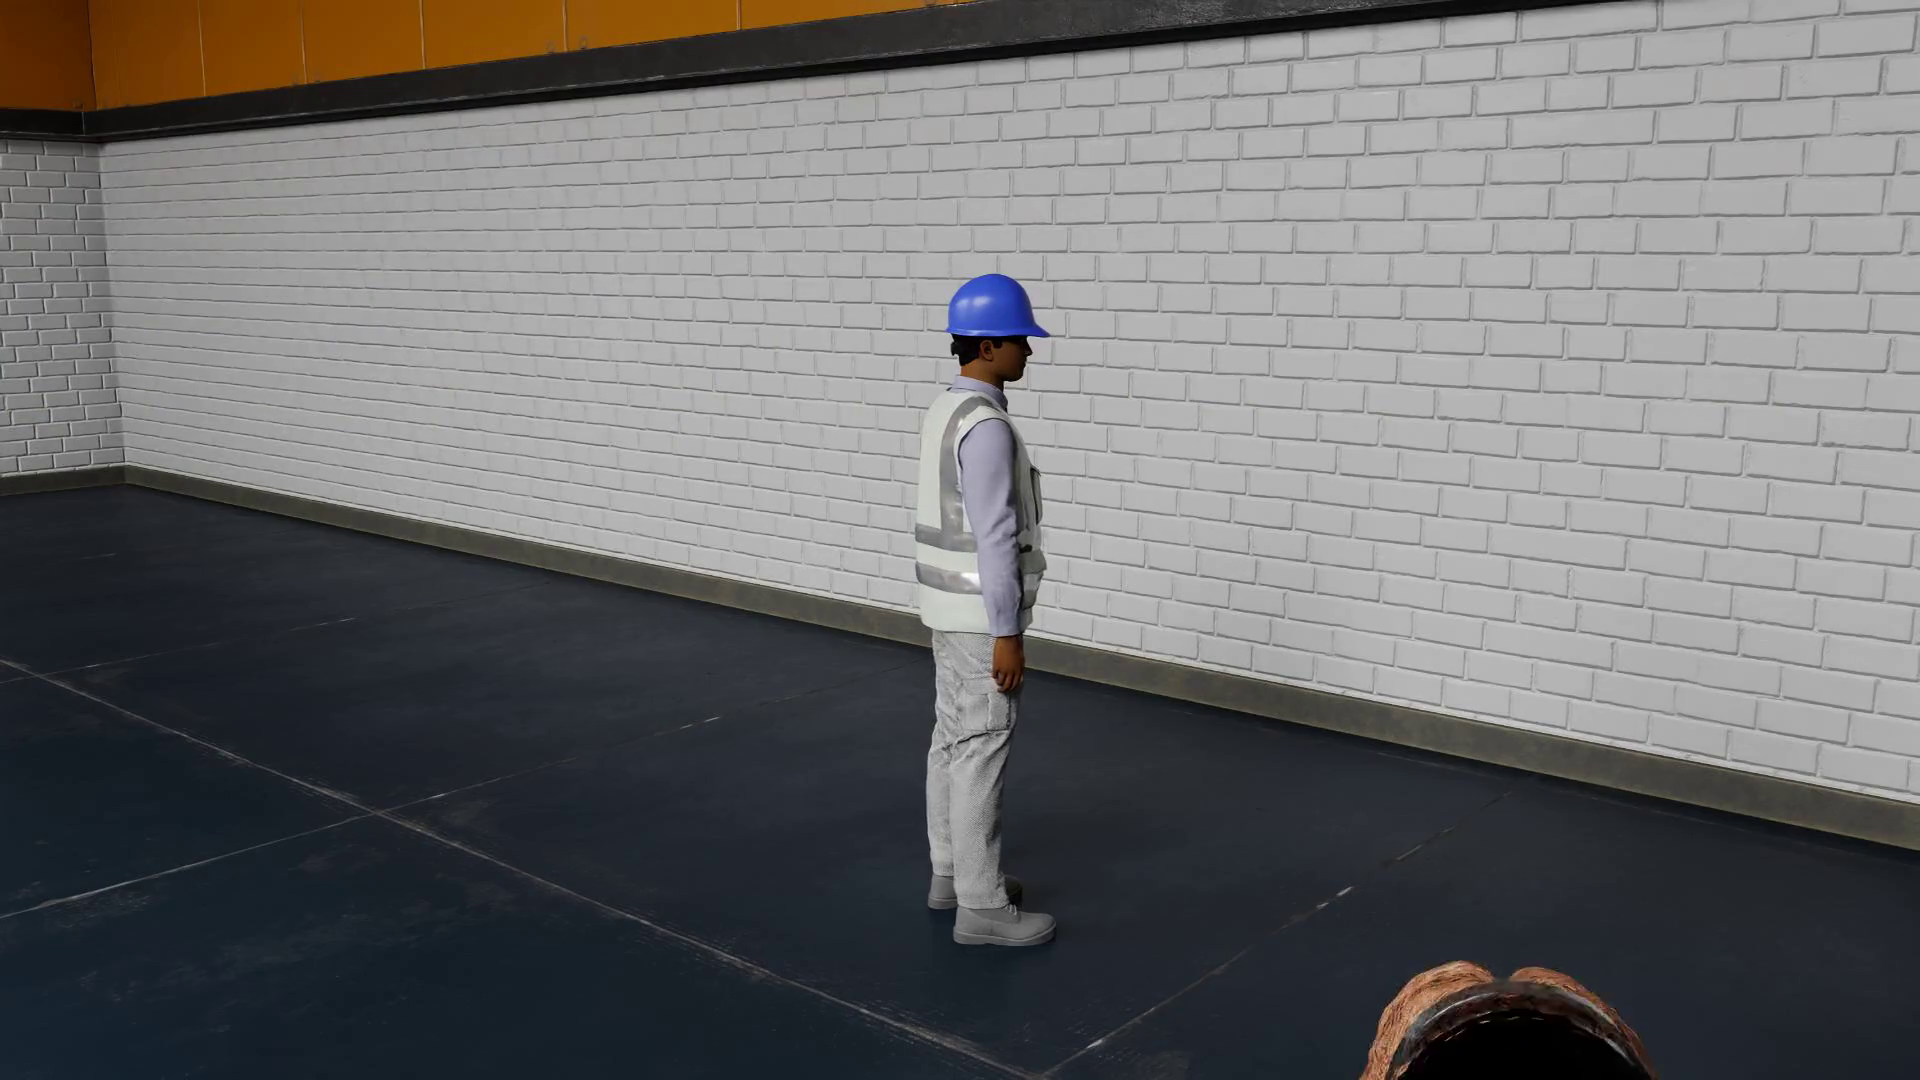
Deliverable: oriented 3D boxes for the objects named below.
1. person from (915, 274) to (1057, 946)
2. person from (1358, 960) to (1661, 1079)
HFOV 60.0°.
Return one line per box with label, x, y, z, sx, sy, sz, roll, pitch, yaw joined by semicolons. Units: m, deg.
person;0.065;0.205;4.877;0.388;1.947;0.614;-2;10;-14
person;0.350;1.063;1.077;0.535;1.569;0.971;4;11;20
